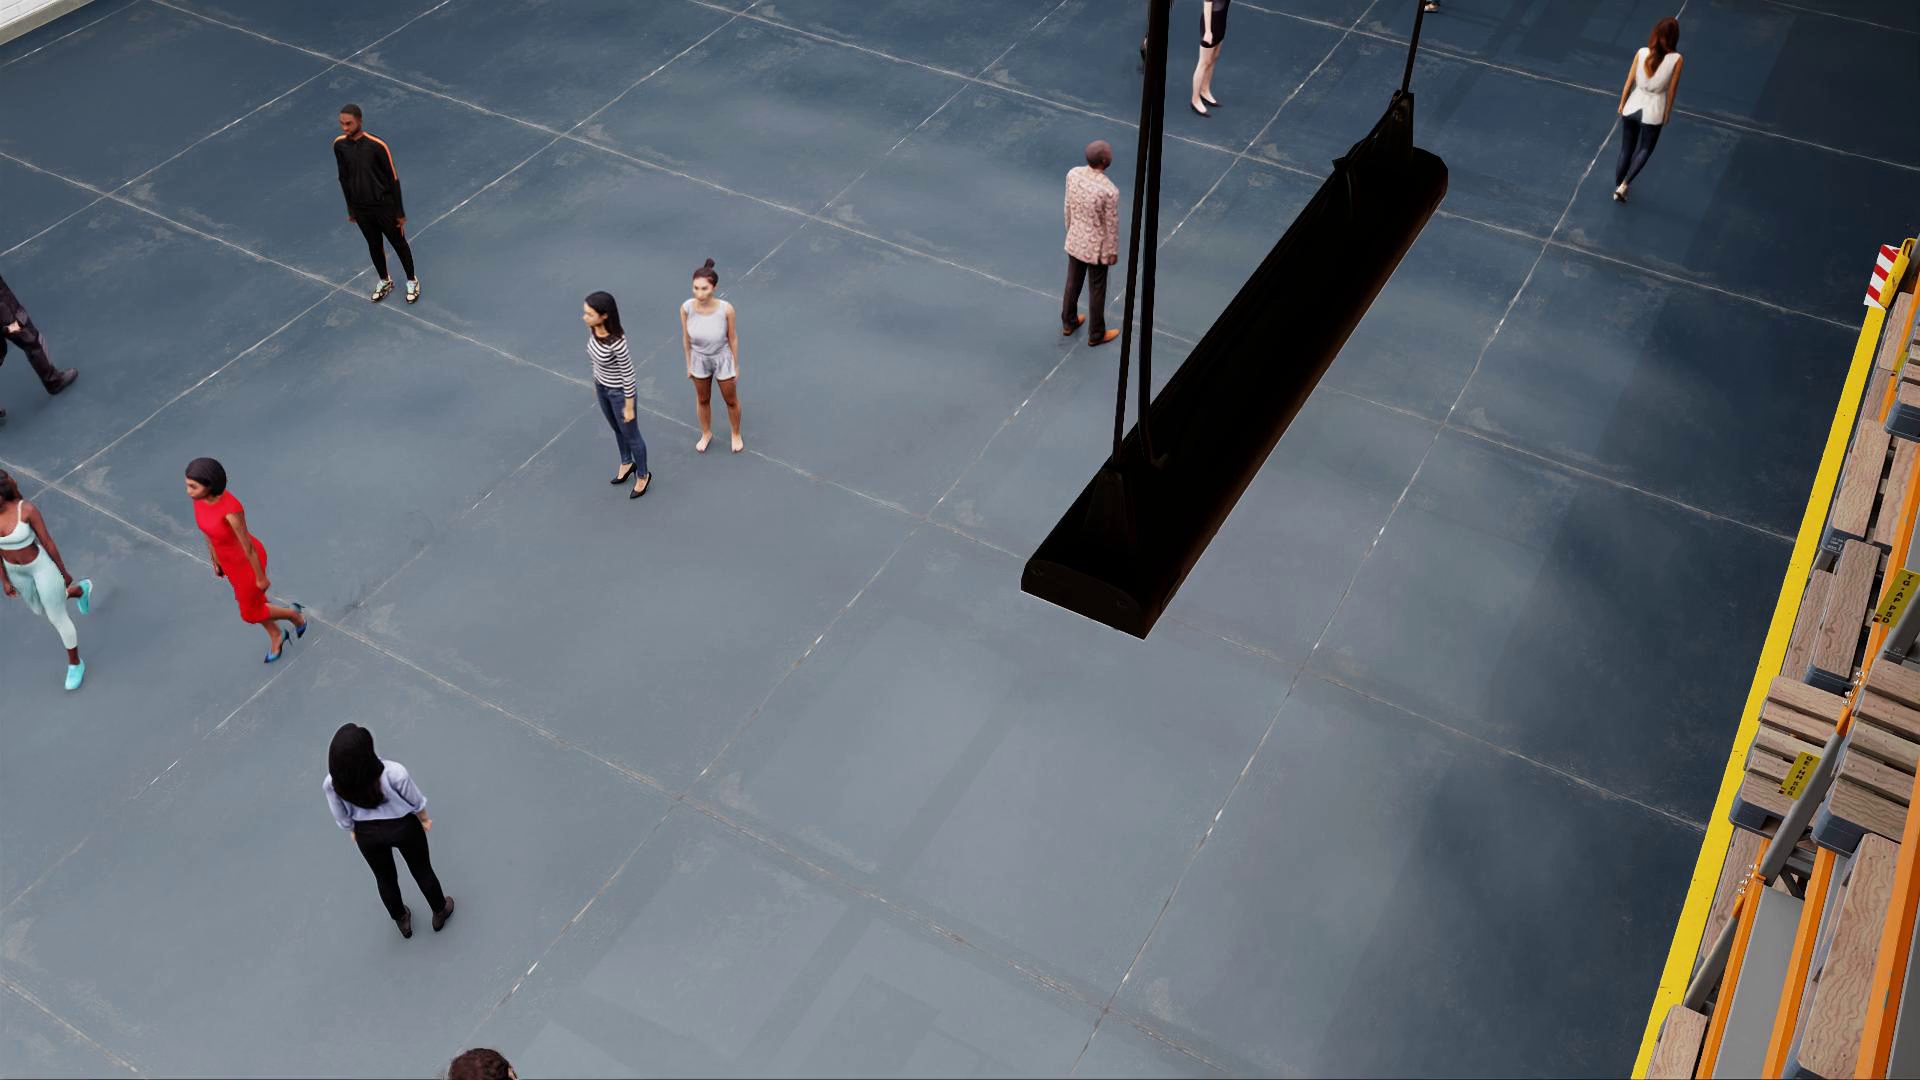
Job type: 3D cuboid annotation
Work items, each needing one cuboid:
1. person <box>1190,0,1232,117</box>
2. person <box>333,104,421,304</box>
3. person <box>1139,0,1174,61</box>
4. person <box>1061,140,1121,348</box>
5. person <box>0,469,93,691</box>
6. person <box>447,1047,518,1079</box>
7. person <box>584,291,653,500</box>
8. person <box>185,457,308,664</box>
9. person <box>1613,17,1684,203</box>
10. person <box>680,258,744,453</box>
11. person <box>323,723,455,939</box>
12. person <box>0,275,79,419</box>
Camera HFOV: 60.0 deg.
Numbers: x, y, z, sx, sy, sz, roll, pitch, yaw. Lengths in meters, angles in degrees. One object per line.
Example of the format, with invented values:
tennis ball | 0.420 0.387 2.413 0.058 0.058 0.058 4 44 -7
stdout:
person | 2.447 -5.024 16.170 0.633 1.832 0.421 21 47 20
person | -4.868 -2.805 13.859 0.708 1.808 0.690 2 44 3
person | 2.038 -5.650 17.103 0.566 1.452 0.963 21 48 21
person | 1.052 -2.402 13.436 0.734 1.807 0.678 34 53 30
person | -5.994 0.157 10.820 0.874 1.709 1.056 -1 44 -1
person | -2.149 2.906 7.891 0.775 1.770 0.827 -6 44 -7
person | -2.476 -1.052 12.027 0.611 1.796 0.647 -30 51 -27
person | -4.607 0.111 10.850 0.597 1.736 0.681 23 48 23
person | 6.112 -3.787 14.914 0.635 1.774 0.726 26 49 24
person | -1.855 -1.358 12.486 0.658 1.605 0.687 2 44 2
person | -3.186 1.625 9.255 0.727 1.744 0.771 -8 44 -8
person | -7.469 -1.706 12.702 0.782 1.812 1.122 18 46 18
